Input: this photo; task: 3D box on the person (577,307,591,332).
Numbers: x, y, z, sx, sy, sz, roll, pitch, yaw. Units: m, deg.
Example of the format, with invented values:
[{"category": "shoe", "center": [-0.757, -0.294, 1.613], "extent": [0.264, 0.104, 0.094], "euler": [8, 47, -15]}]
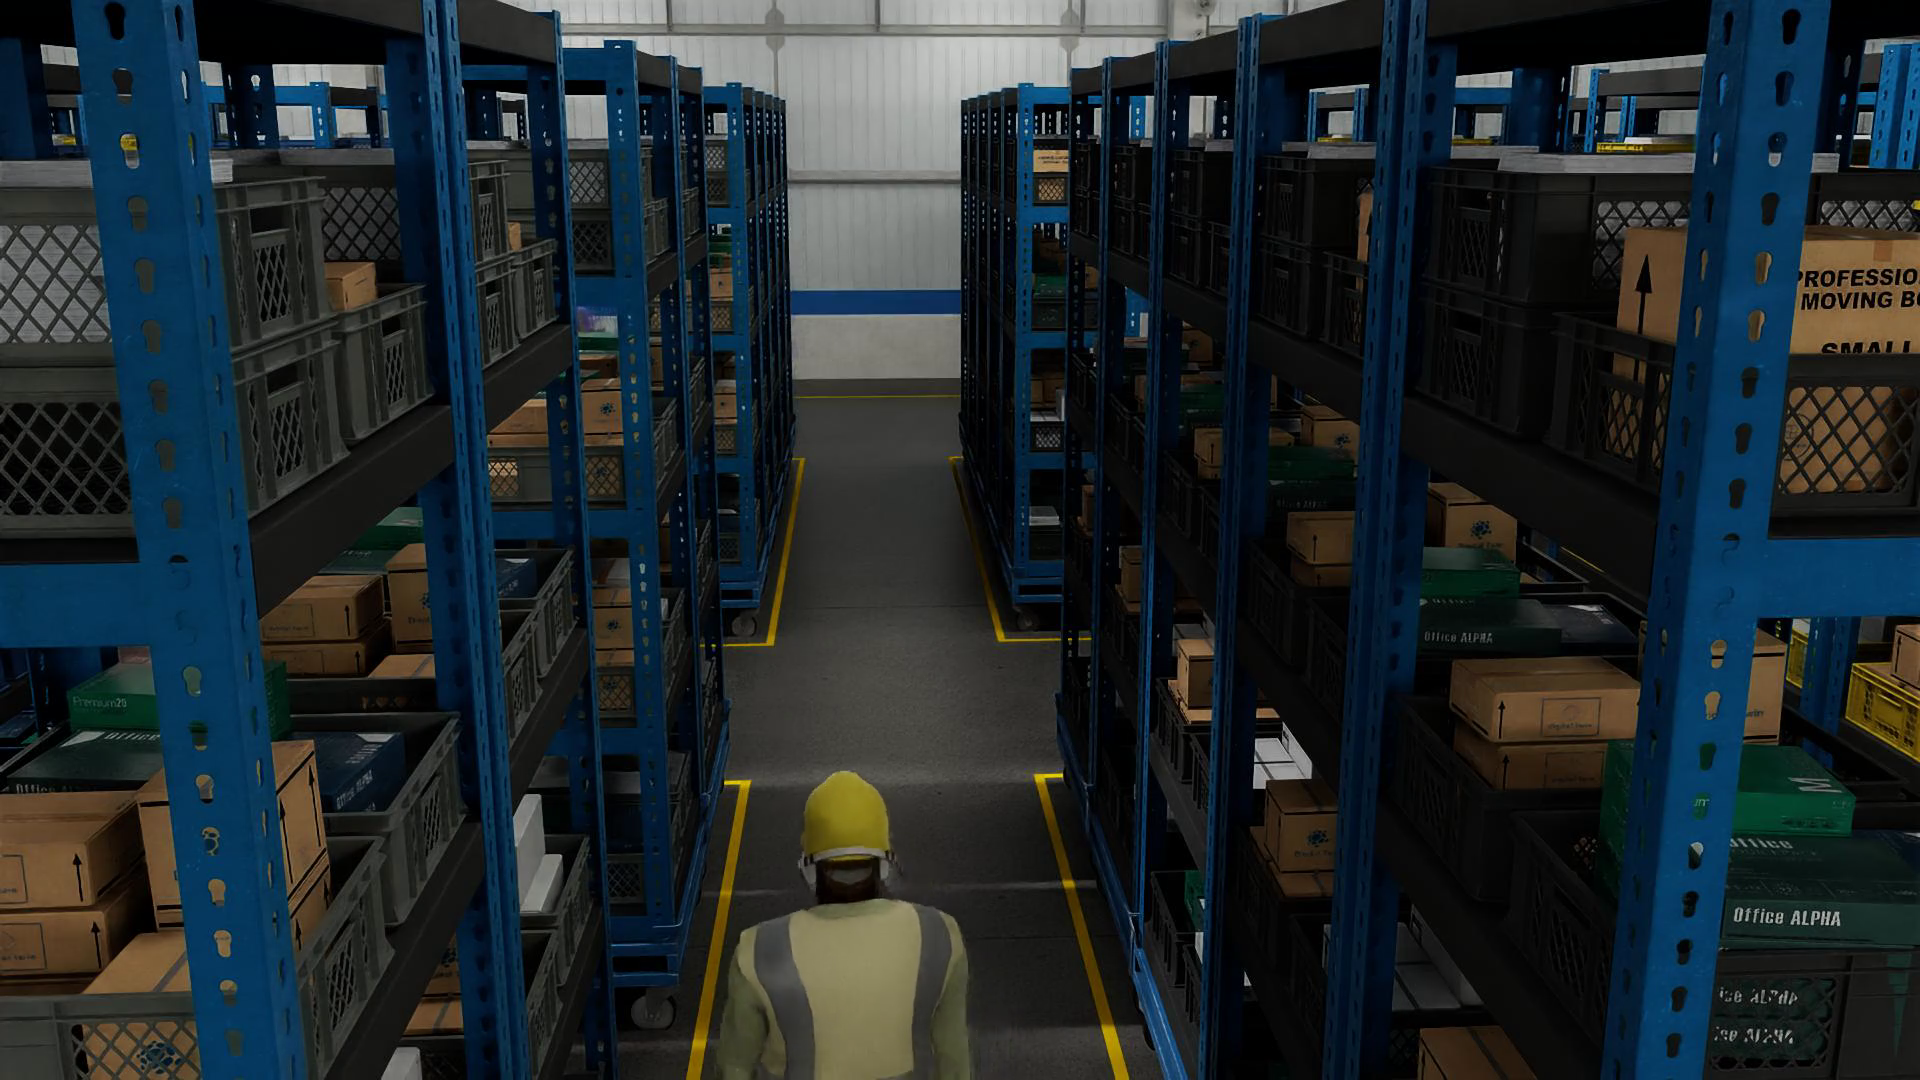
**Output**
[{"category": "person", "center": [-4.045, -1.824, 17.351], "extent": [0.512, 1.826, 0.605], "euler": [-3, 14, -12]}]

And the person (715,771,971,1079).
[{"category": "person", "center": [-0.324, 1.431, 4.237], "extent": [0.609, 1.796, 0.824], "euler": [-5, 15, -18]}]
